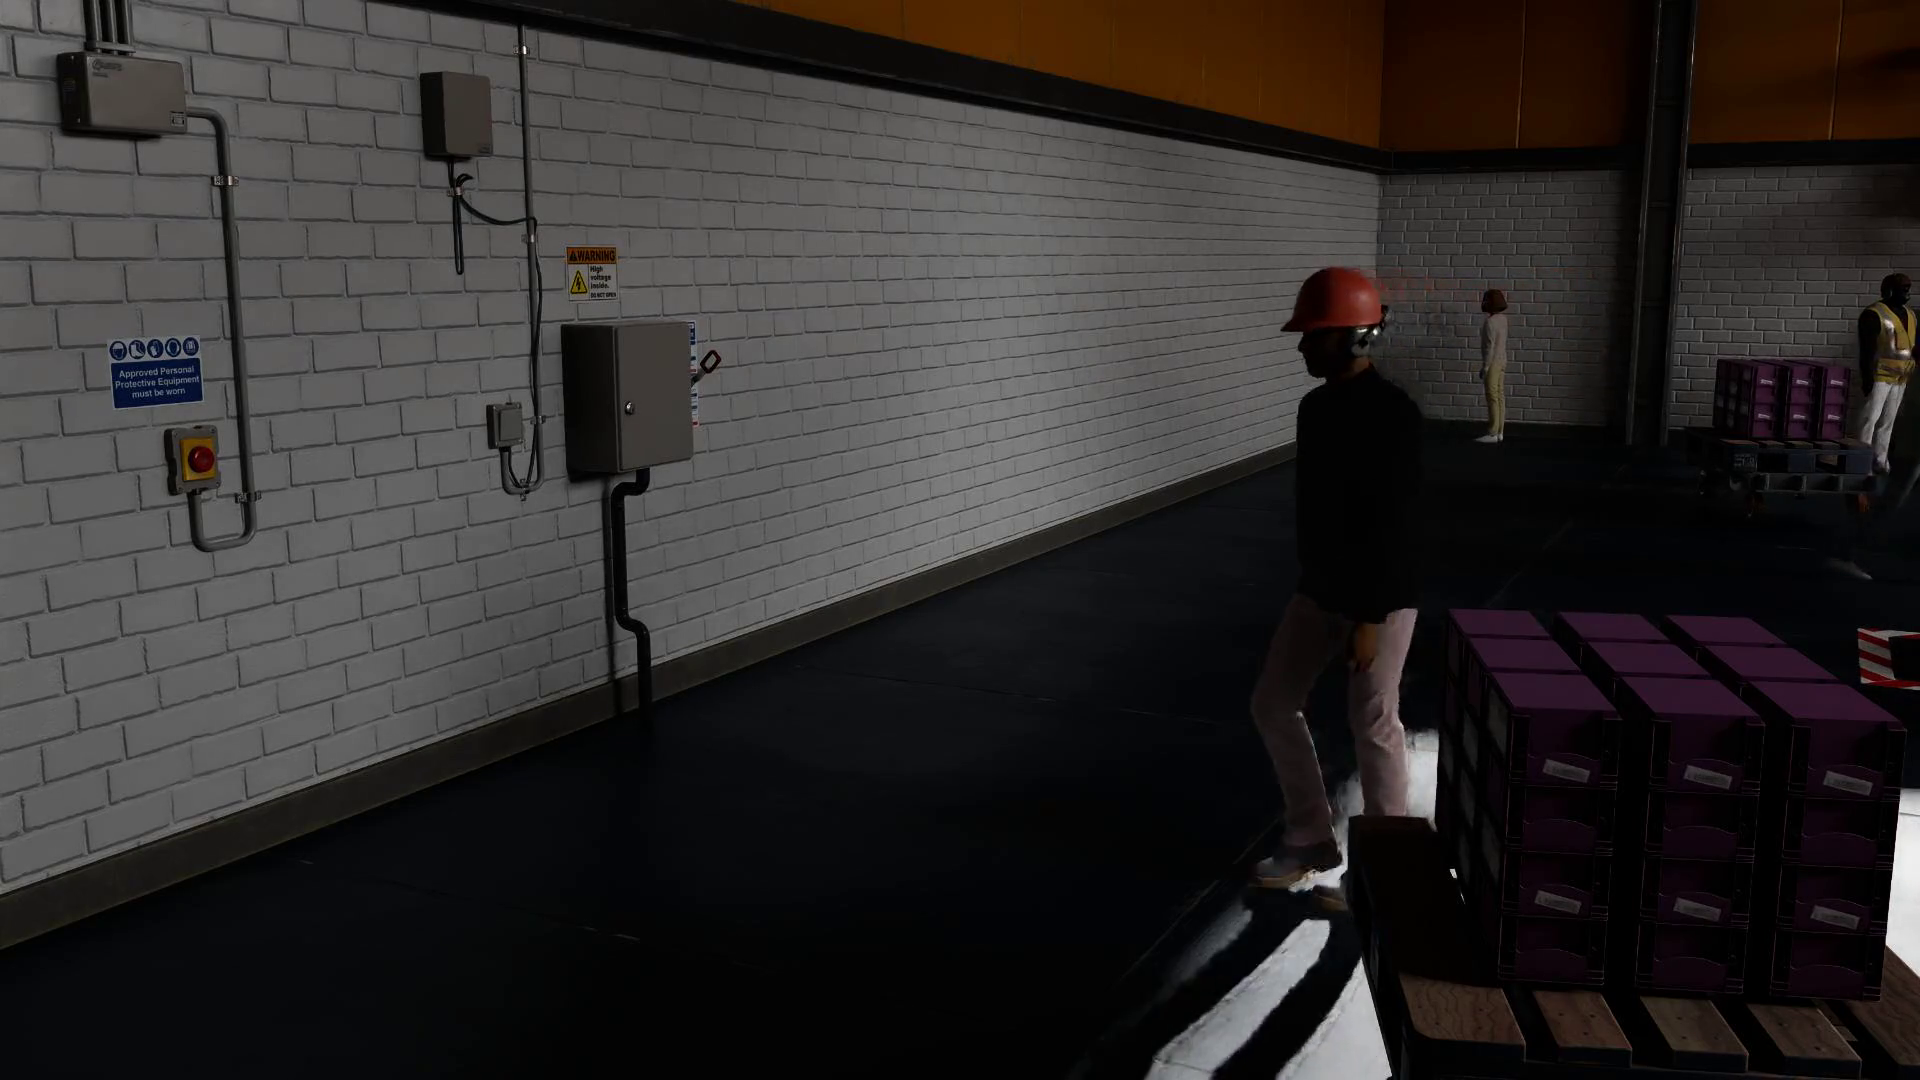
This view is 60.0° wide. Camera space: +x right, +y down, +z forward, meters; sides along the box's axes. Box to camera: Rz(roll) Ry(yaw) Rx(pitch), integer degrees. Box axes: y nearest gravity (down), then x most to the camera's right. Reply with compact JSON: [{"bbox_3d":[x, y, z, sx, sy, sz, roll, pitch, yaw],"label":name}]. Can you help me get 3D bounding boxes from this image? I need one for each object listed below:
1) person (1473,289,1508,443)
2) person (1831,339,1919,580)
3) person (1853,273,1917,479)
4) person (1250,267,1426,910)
[{"bbox_3d":[5.690,-1.853,17.779,0.281,1.633,0.501,7,12,36],"label":"person"},{"bbox_3d":[5.827,-0.507,10.124,0.865,1.591,0.510,9,14,43],"label":"person"},{"bbox_3d":[8.218,-1.434,14.752,0.624,1.845,0.430,-5,11,-26],"label":"person"},{"bbox_3d":[1.148,0.174,5.046,0.564,1.971,0.625,-4,11,-24],"label":"person"}]
